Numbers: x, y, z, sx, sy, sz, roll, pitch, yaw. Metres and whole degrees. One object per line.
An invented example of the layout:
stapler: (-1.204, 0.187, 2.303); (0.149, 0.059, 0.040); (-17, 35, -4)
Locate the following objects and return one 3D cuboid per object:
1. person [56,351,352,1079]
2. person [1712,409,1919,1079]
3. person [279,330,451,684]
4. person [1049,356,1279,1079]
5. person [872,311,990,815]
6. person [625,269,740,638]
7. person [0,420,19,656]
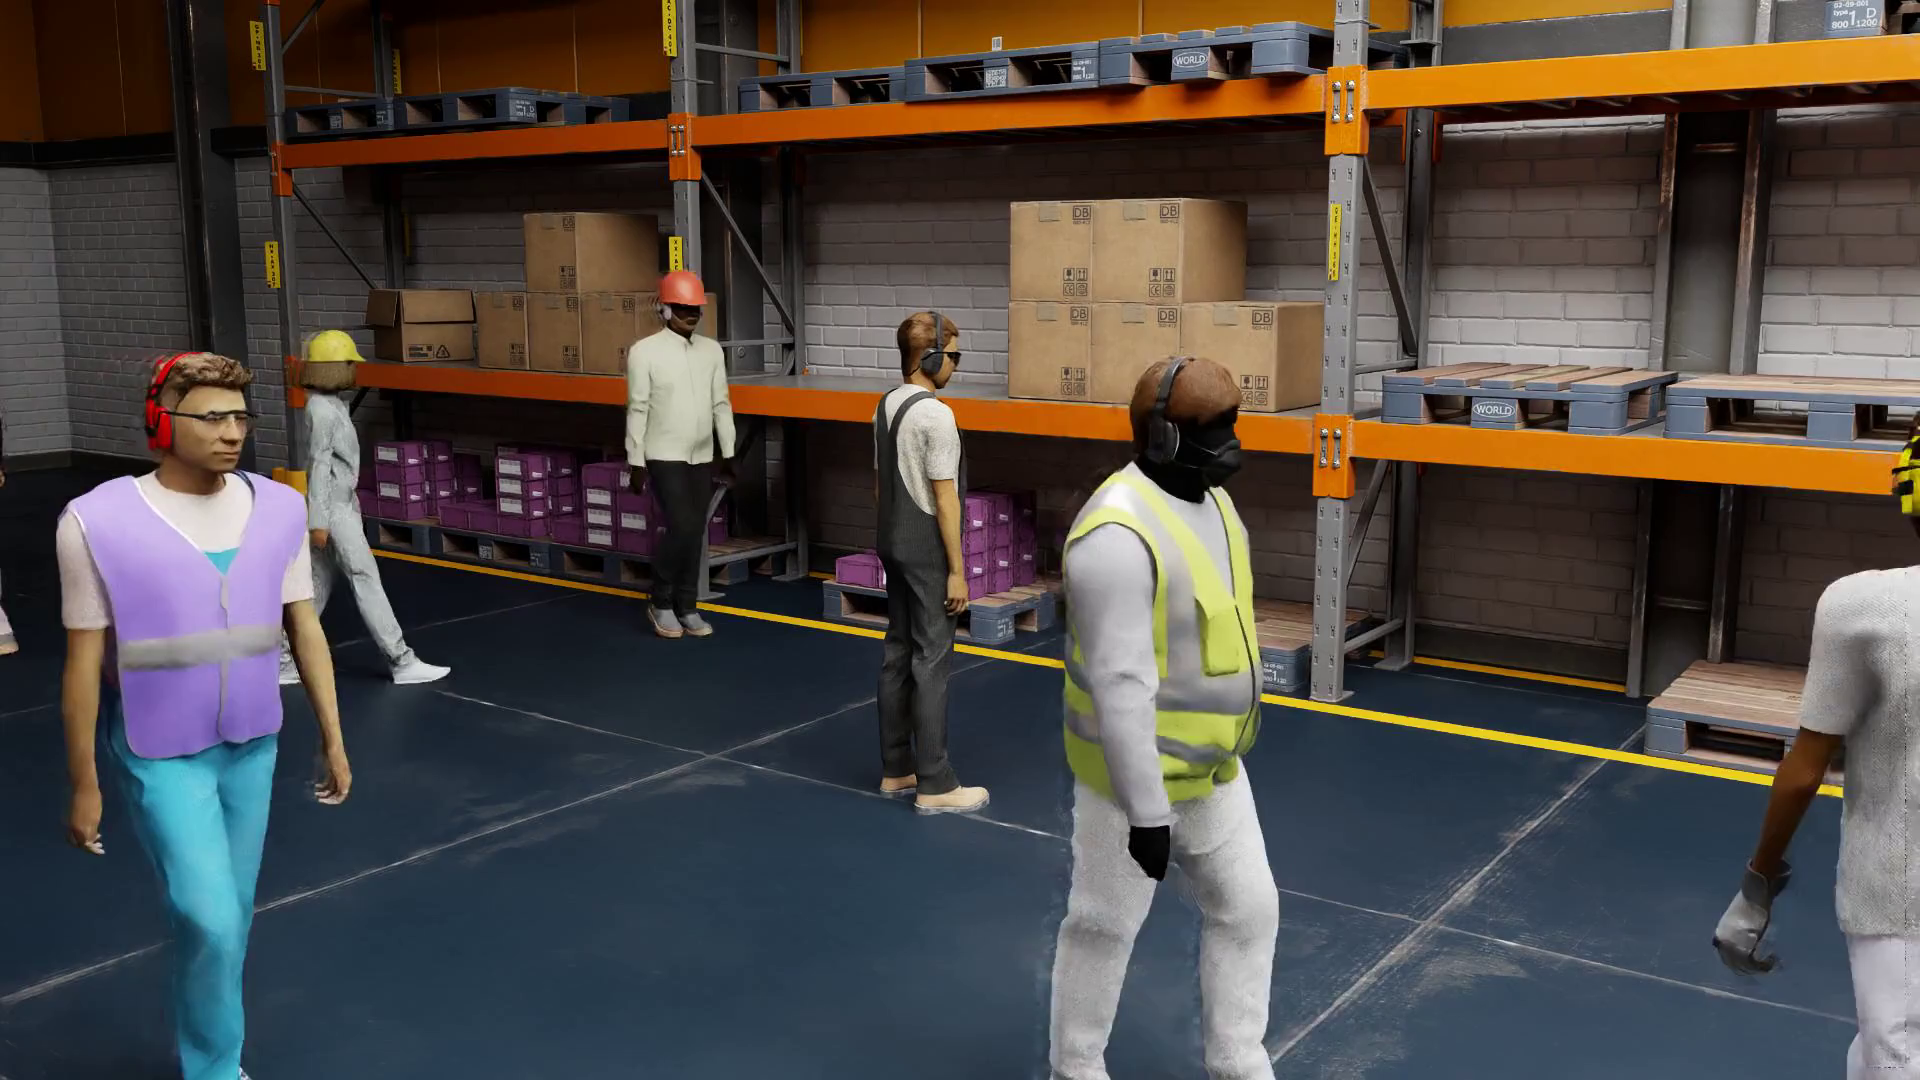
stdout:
person: (-1.665, 0.490, 3.762); (0.644, 1.819, 0.594); (6, 11, 32)
person: (1.656, 0.663, 2.769); (0.535, 1.821, 0.968); (-1, 10, -5)
person: (-2.916, -0.140, 7.889); (0.821, 1.699, 0.502); (-3, 10, -18)
person: (0.520, 0.512, 3.657); (0.770, 1.811, 0.653); (6, 11, 32)
person: (-0.130, 0.085, 6.127); (0.346, 1.842, 0.506); (-6, 11, -32)
person: (-1.470, -0.447, 8.909); (0.441, 1.978, 0.615); (8, 12, 39)
person: (-5.110, -0.362, 8.527); (0.508, 1.972, 0.682); (0, 10, 2)
